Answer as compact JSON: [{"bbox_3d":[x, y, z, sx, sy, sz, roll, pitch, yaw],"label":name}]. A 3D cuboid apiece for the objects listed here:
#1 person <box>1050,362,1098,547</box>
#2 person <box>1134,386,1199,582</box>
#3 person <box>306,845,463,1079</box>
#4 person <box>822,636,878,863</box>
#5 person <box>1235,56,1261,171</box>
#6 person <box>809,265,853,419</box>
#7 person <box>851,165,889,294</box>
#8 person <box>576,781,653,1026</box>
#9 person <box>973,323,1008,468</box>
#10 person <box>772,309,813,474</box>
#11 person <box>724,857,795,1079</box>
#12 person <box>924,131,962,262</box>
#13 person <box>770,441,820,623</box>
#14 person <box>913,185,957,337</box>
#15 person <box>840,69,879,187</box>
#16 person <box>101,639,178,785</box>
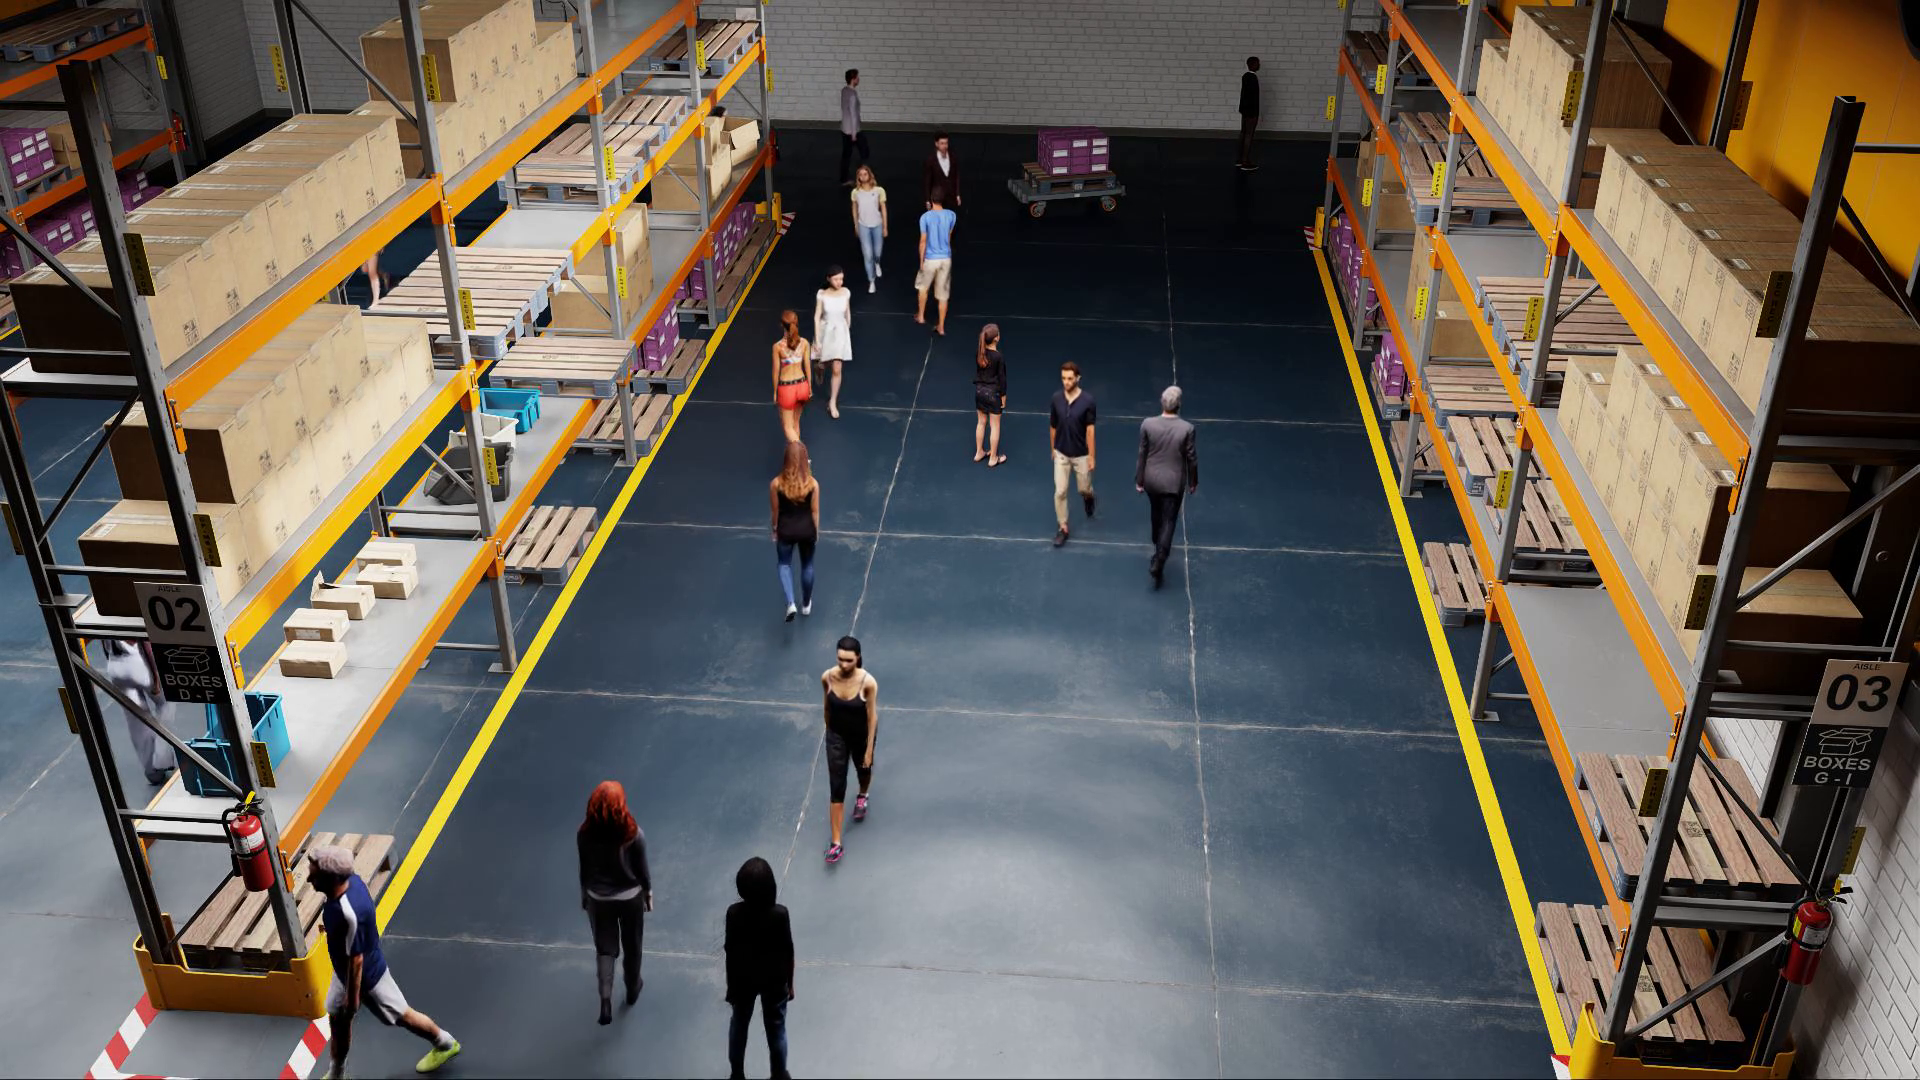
[{"bbox_3d":[1.107,-0.865,15.898,0.775,1.836,1.025,9,30,16],"label":"person"},{"bbox_3d":[1.867,-0.500,15.268,0.939,1.798,1.276,11,30,19],"label":"person"},{"bbox_3d":[-3.417,2.507,9.757,1.191,1.795,1.214,-17,33,-28],"label":"person"},{"bbox_3d":[-0.741,1.388,11.932,0.638,1.677,1.156,5,29,9],"label":"person"},{"bbox_3d":[4.720,-6.977,27.139,0.788,1.800,0.606,-7,29,-12],"label":"person"},{"bbox_3d":[-1.435,-2.249,18.528,0.876,1.746,1.084,-7,29,-12],"label":"person"},{"bbox_3d":[-1.192,-4.154,22.062,0.668,1.706,0.870,0,29,0],"label":"person"},{"bbox_3d":[-2.129,2.278,10.216,0.656,1.758,0.885,-1,29,-1],"label":"person"},{"bbox_3d":[0.302,-1.535,17.420,0.624,1.554,0.662,18,33,29],"label":"person"},{"bbox_3d":[-1.691,-1.473,17.081,0.938,1.770,1.113,-14,32,-24],"label":"person"},{"bbox_3d":[-1.177,2.602,9.704,0.622,1.680,0.633,-1,29,-2],"label":"person"},{"bbox_3d":[-0.255,-4.748,22.994,0.820,1.856,0.823,-9,30,-16],"label":"person"},{"bbox_3d":[-1.431,-0.030,14.501,0.682,1.706,0.875,-3,29,-6],"label":"person"},{"bbox_3d":[-0.249,-3.424,20.587,0.844,1.837,1.023,-9,30,-15],"label":"person"},{"bbox_3d":[-1.791,-6.465,26.167,0.933,1.834,0.888,-13,31,-22],"label":"person"},{"bbox_3d":[-6.169,1.094,12.372,0.655,1.772,0.687,-2,29,-3],"label":"person"}]
